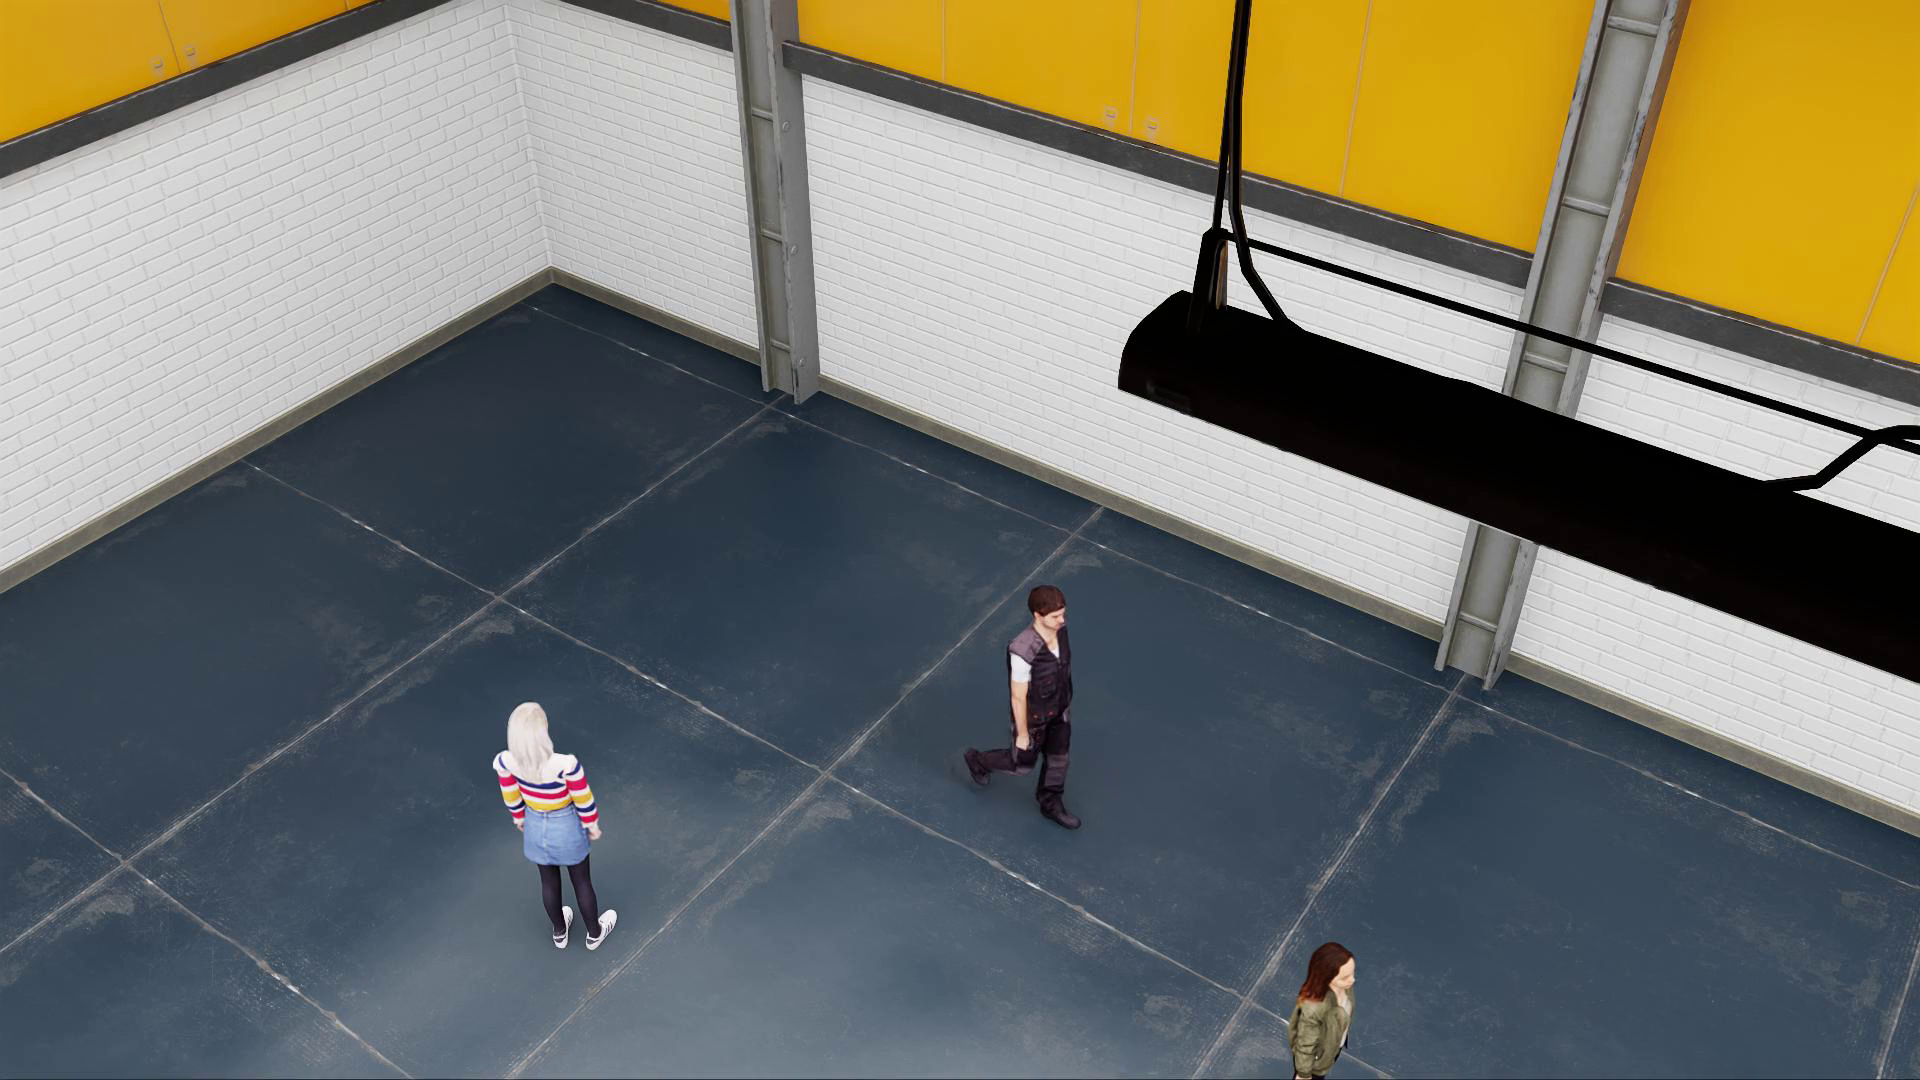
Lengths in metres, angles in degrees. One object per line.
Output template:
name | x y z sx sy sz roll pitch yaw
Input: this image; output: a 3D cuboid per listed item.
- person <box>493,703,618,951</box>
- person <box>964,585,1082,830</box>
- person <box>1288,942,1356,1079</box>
person | -2.209 1.574 9.053 0.633 1.810 0.785 5 39 6
person | 0.377 0.949 9.820 1.014 1.829 0.659 25 45 28
person | 1.757 2.487 8.177 0.507 1.475 0.578 25 45 28
